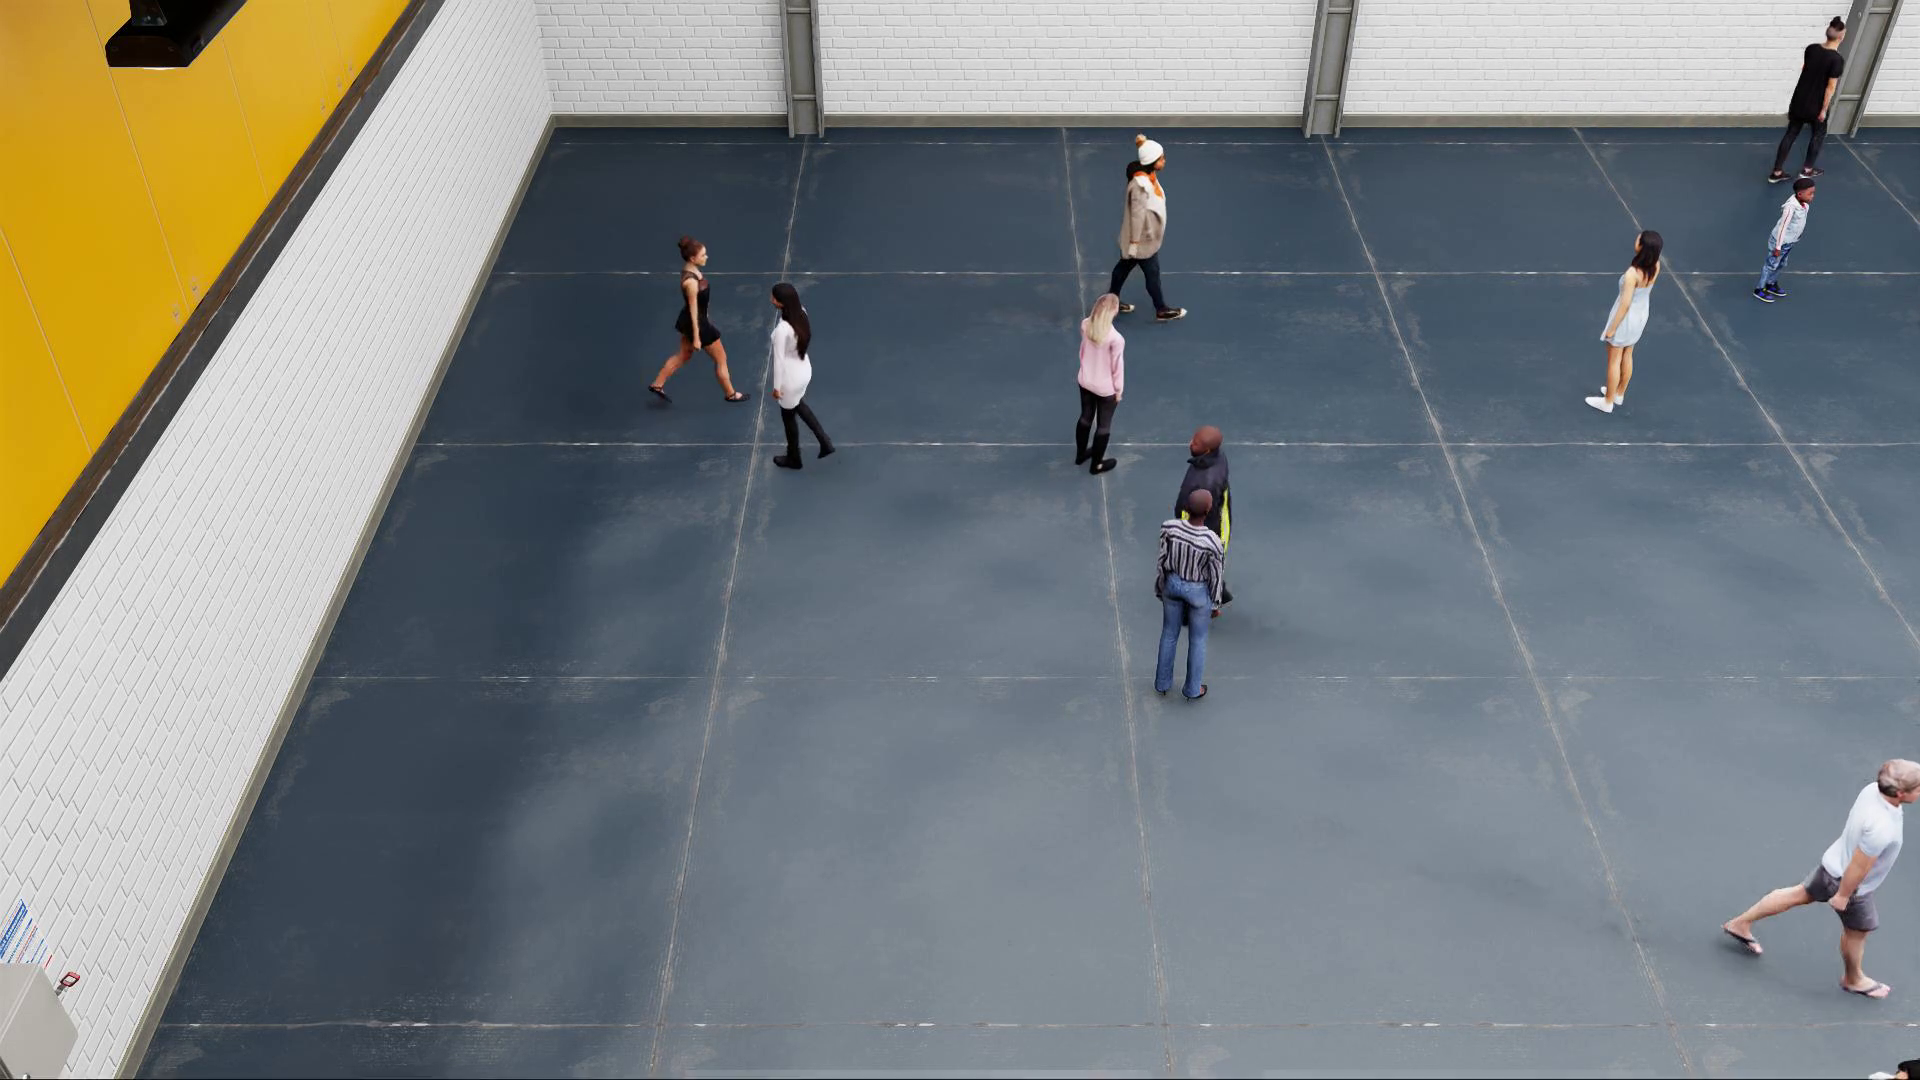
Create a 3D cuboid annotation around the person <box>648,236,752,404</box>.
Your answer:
[{"bbox_3d":[-2.390,-1.865,14.486,1.159,1.642,0.693,-6,39,-8],"label":"person"}]

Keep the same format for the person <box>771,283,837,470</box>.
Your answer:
[{"bbox_3d":[-1.301,-1.309,13.665,0.910,1.798,0.801,15,41,18],"label":"person"}]

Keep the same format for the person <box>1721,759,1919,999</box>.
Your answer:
[{"bbox_3d":[5.042,1.909,9.642,1.303,1.790,0.987,15,41,18],"label":"person"}]

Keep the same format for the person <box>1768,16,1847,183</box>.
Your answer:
[{"bbox_3d":[9.089,-4.707,17.882,1.030,1.845,0.913,-14,41,-17],"label":"person"}]

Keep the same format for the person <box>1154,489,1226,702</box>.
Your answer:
[{"bbox_3d":[1.581,0.388,11.542,0.656,1.794,0.778,19,42,22],"label":"person"}]

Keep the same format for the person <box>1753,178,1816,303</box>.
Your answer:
[{"bbox_3d":[8.004,-2.940,16.137,0.560,1.261,0.627,-26,46,-29],"label":"person"}]

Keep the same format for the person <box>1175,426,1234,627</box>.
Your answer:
[{"bbox_3d":[1.845,-0.089,12.125,0.872,1.812,0.812,6,39,8],"label":"person"}]

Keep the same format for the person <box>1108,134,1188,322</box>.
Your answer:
[{"bbox_3d":[1.589,-2.923,15.633,1.006,1.864,0.701,1,39,2],"label":"person"}]

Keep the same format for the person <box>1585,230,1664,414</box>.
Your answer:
[{"bbox_3d":[5.812,-1.908,14.469,0.651,1.729,0.732,-26,46,-29],"label":"person"}]

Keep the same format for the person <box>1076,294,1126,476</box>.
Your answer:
[{"bbox_3d":[1.136,-1.290,13.732,0.743,1.684,0.690,-30,47,-32],"label":"person"}]
